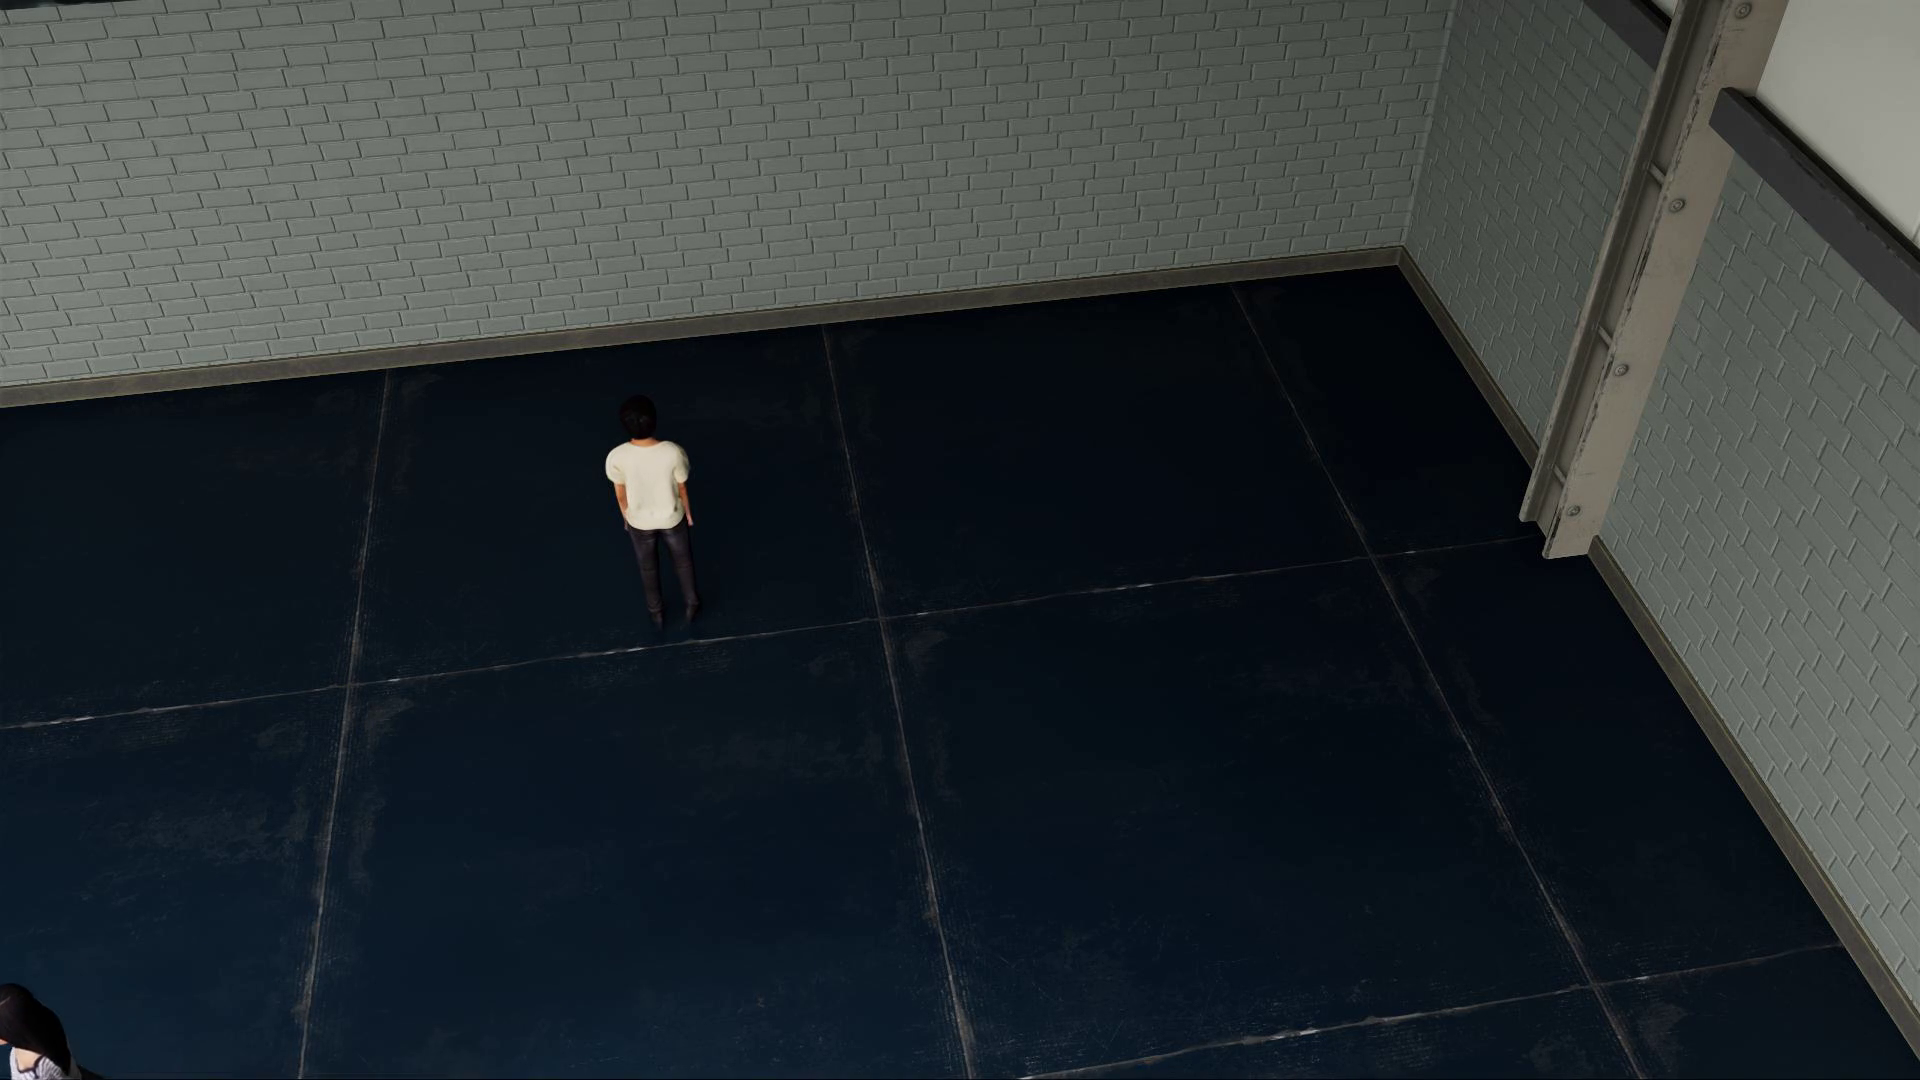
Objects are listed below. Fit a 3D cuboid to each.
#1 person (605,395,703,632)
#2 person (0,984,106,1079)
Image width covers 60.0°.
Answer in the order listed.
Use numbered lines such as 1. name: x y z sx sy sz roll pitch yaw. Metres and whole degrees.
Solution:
1. person: -1.670 -0.132 9.143 0.595 1.588 0.466 -8 44 -8
2. person: -3.340 2.230 6.521 0.790 1.716 0.913 -17 46 -17
